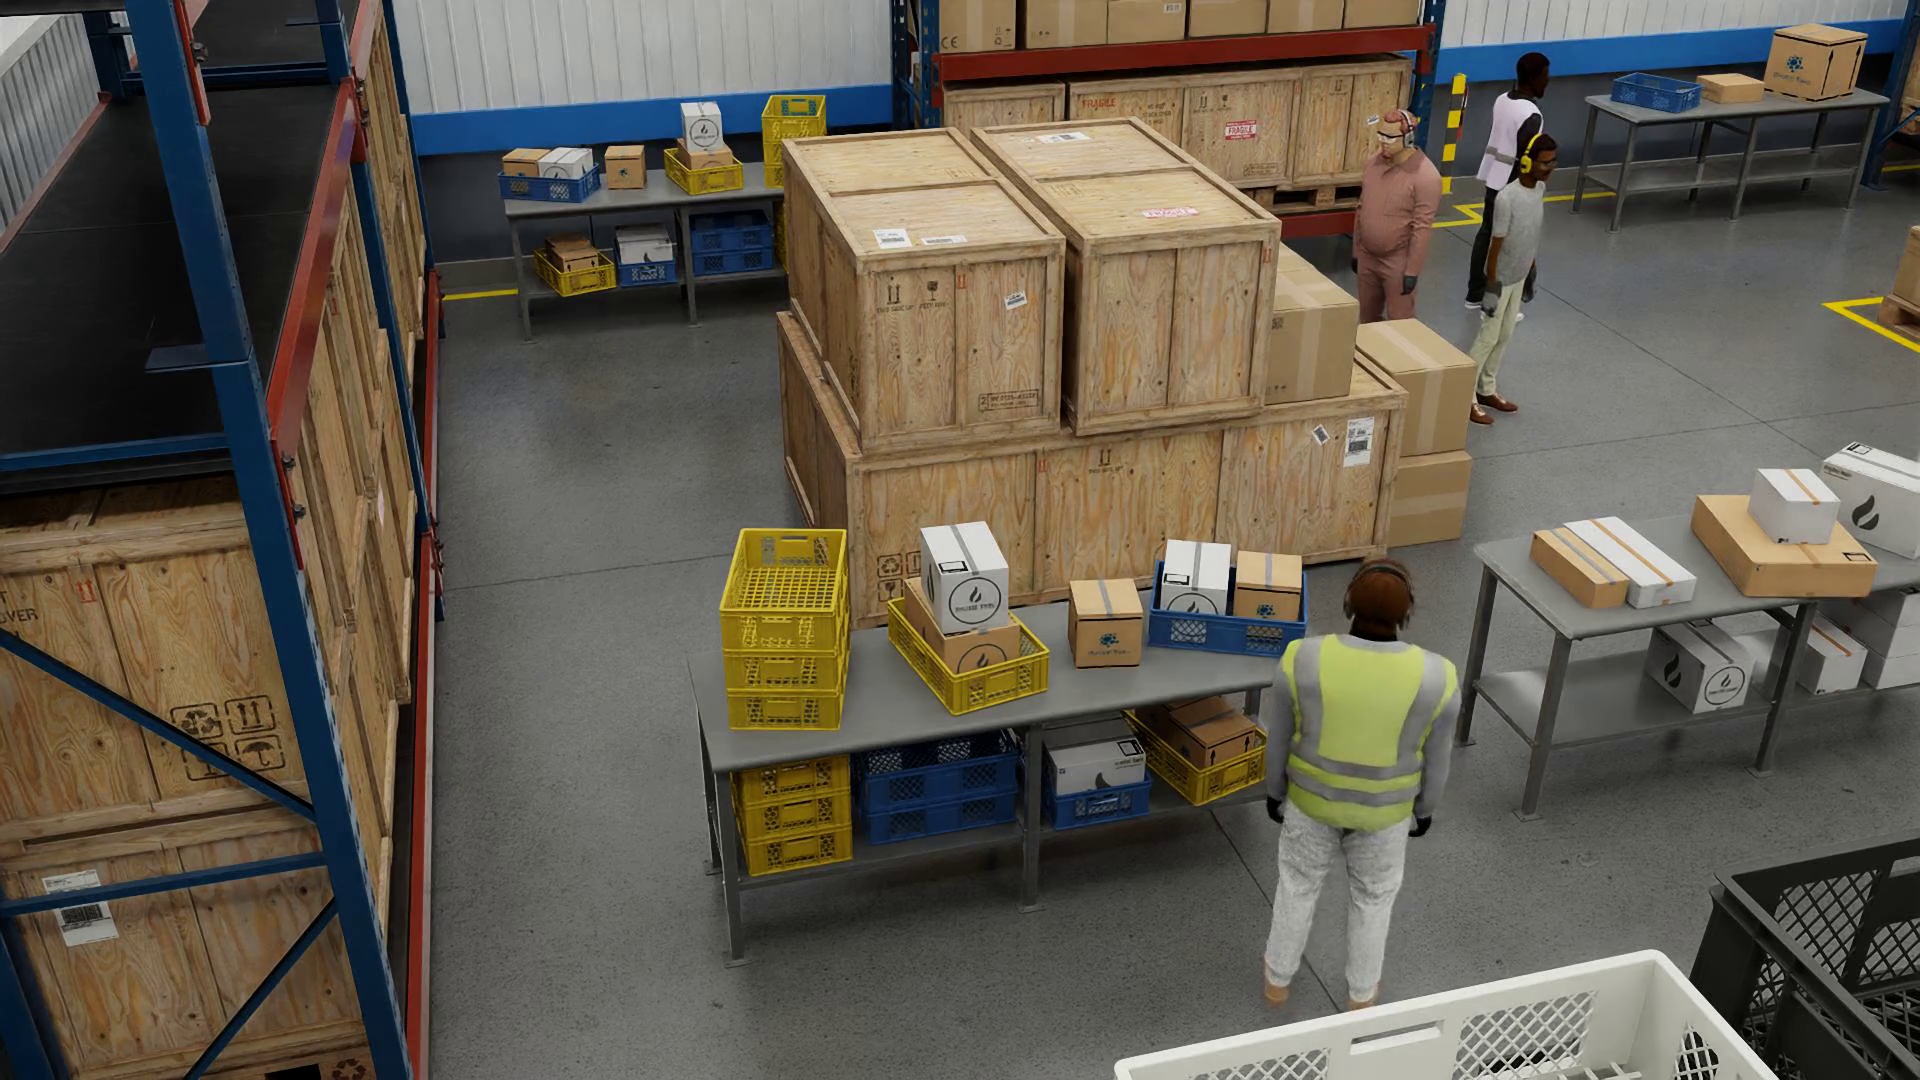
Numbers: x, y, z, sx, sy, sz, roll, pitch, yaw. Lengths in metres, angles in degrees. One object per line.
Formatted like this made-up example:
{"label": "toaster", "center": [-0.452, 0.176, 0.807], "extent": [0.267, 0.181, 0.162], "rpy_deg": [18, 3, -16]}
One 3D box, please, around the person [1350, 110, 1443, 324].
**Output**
{"label": "person", "center": [2.748, -1.827, 10.740], "extent": [0.397, 1.899, 0.635], "rpy_deg": [-17, 33, -28]}

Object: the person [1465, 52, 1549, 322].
{"label": "person", "center": [3.951, -2.551, 12.023], "extent": [0.398, 1.920, 0.590], "rpy_deg": [-3, 29, -6]}

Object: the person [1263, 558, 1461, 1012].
{"label": "person", "center": [1.374, 0.895, 5.859], "extent": [0.628, 1.836, 0.430], "rpy_deg": [7, 30, 13]}

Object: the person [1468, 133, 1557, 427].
{"label": "person", "center": [3.426, -1.624, 10.401], "extent": [0.508, 1.864, 0.332], "rpy_deg": [-25, 38, -38]}
